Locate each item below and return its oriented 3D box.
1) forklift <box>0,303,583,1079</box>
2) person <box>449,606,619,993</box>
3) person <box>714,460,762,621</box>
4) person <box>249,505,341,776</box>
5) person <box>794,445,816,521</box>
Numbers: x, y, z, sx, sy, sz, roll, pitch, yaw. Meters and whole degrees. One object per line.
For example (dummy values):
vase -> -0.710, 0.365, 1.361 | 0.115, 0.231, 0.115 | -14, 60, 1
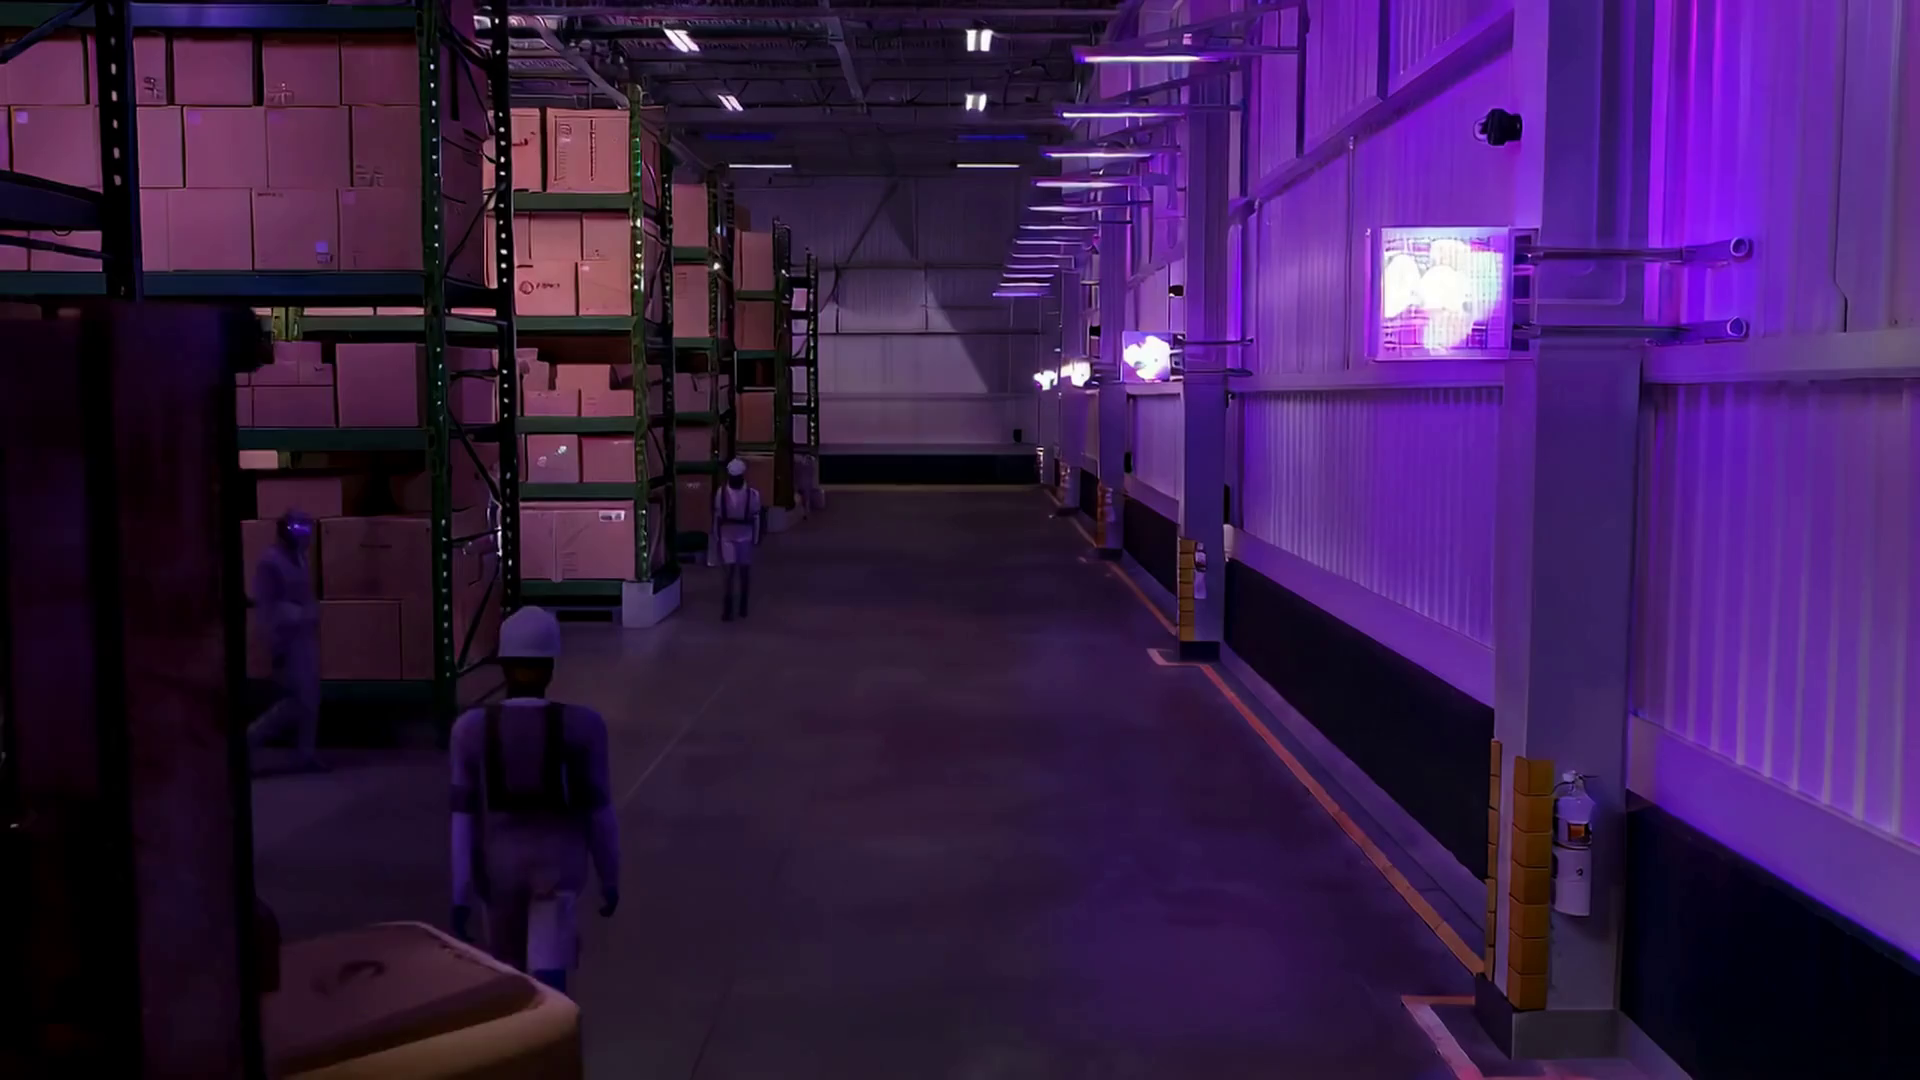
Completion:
forklift -> -1.949, 0.856, 3.942 | 1.873, 2.768, 1.129 | -5, 7, -43
person -> -1.513, 1.181, 5.920 | 0.568, 1.888, 1.007 | -1, 5, -7
person -> -2.617, 0.003, 19.602 | 0.564, 1.876, 1.006 | 0, 5, -3
person -> -4.617, 0.705, 11.364 | 0.582, 1.891, 0.648 | -1, 5, -9
person -> -3.301, -1.209, 35.238 | 0.527, 1.627, 0.579 | -3, 6, -32
